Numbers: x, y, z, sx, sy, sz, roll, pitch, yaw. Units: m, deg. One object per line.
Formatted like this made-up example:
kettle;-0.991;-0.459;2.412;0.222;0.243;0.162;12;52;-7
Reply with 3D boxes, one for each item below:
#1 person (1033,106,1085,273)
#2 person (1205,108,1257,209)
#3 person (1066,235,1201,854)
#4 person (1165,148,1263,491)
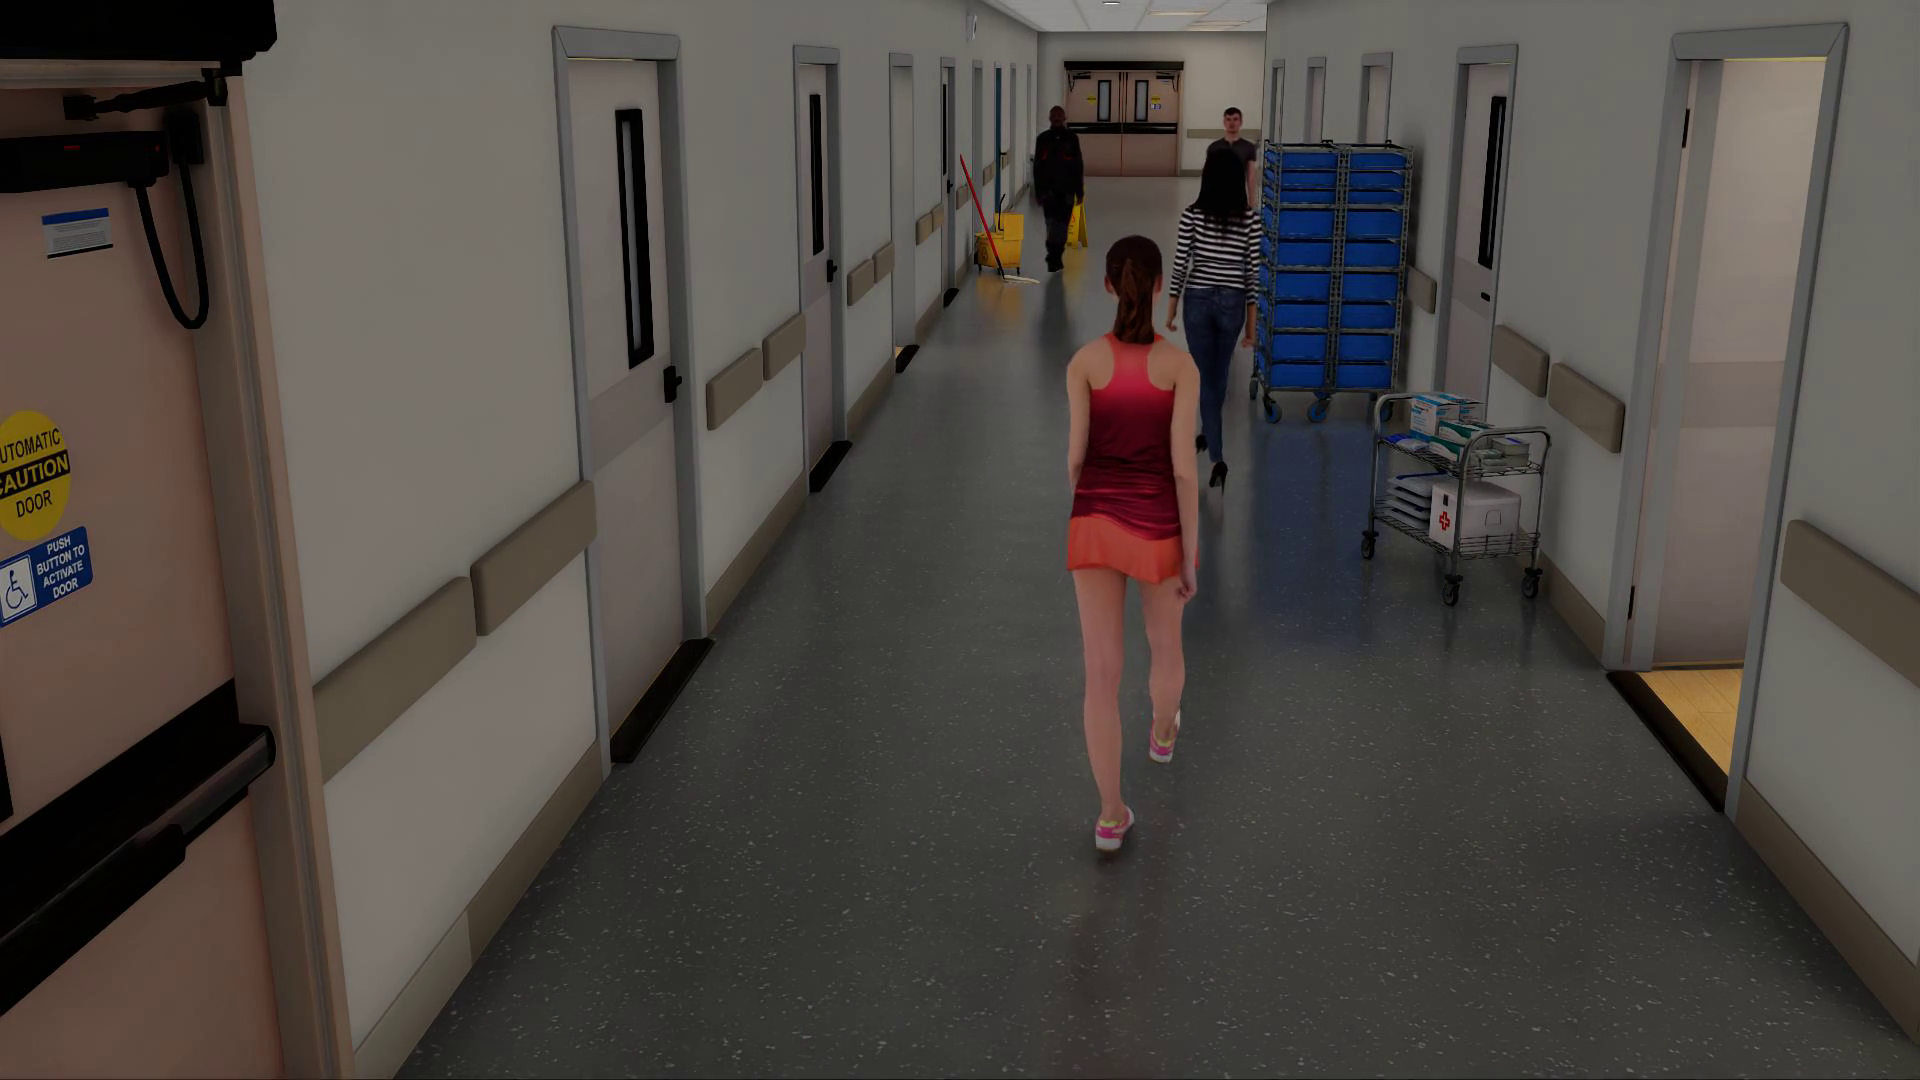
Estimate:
person;1.102;-3.919;18.625;0.799;1.796;1.226;0;16;-1
person;2.601;-3.239;16.131;0.672;1.840;0.869;2;16;8
person;0.463;0.044;4.717;0.606;1.714;1.077;3;16;11
person;1.341;-1.111;8.748;0.693;1.735;1.161;0;16;-1
